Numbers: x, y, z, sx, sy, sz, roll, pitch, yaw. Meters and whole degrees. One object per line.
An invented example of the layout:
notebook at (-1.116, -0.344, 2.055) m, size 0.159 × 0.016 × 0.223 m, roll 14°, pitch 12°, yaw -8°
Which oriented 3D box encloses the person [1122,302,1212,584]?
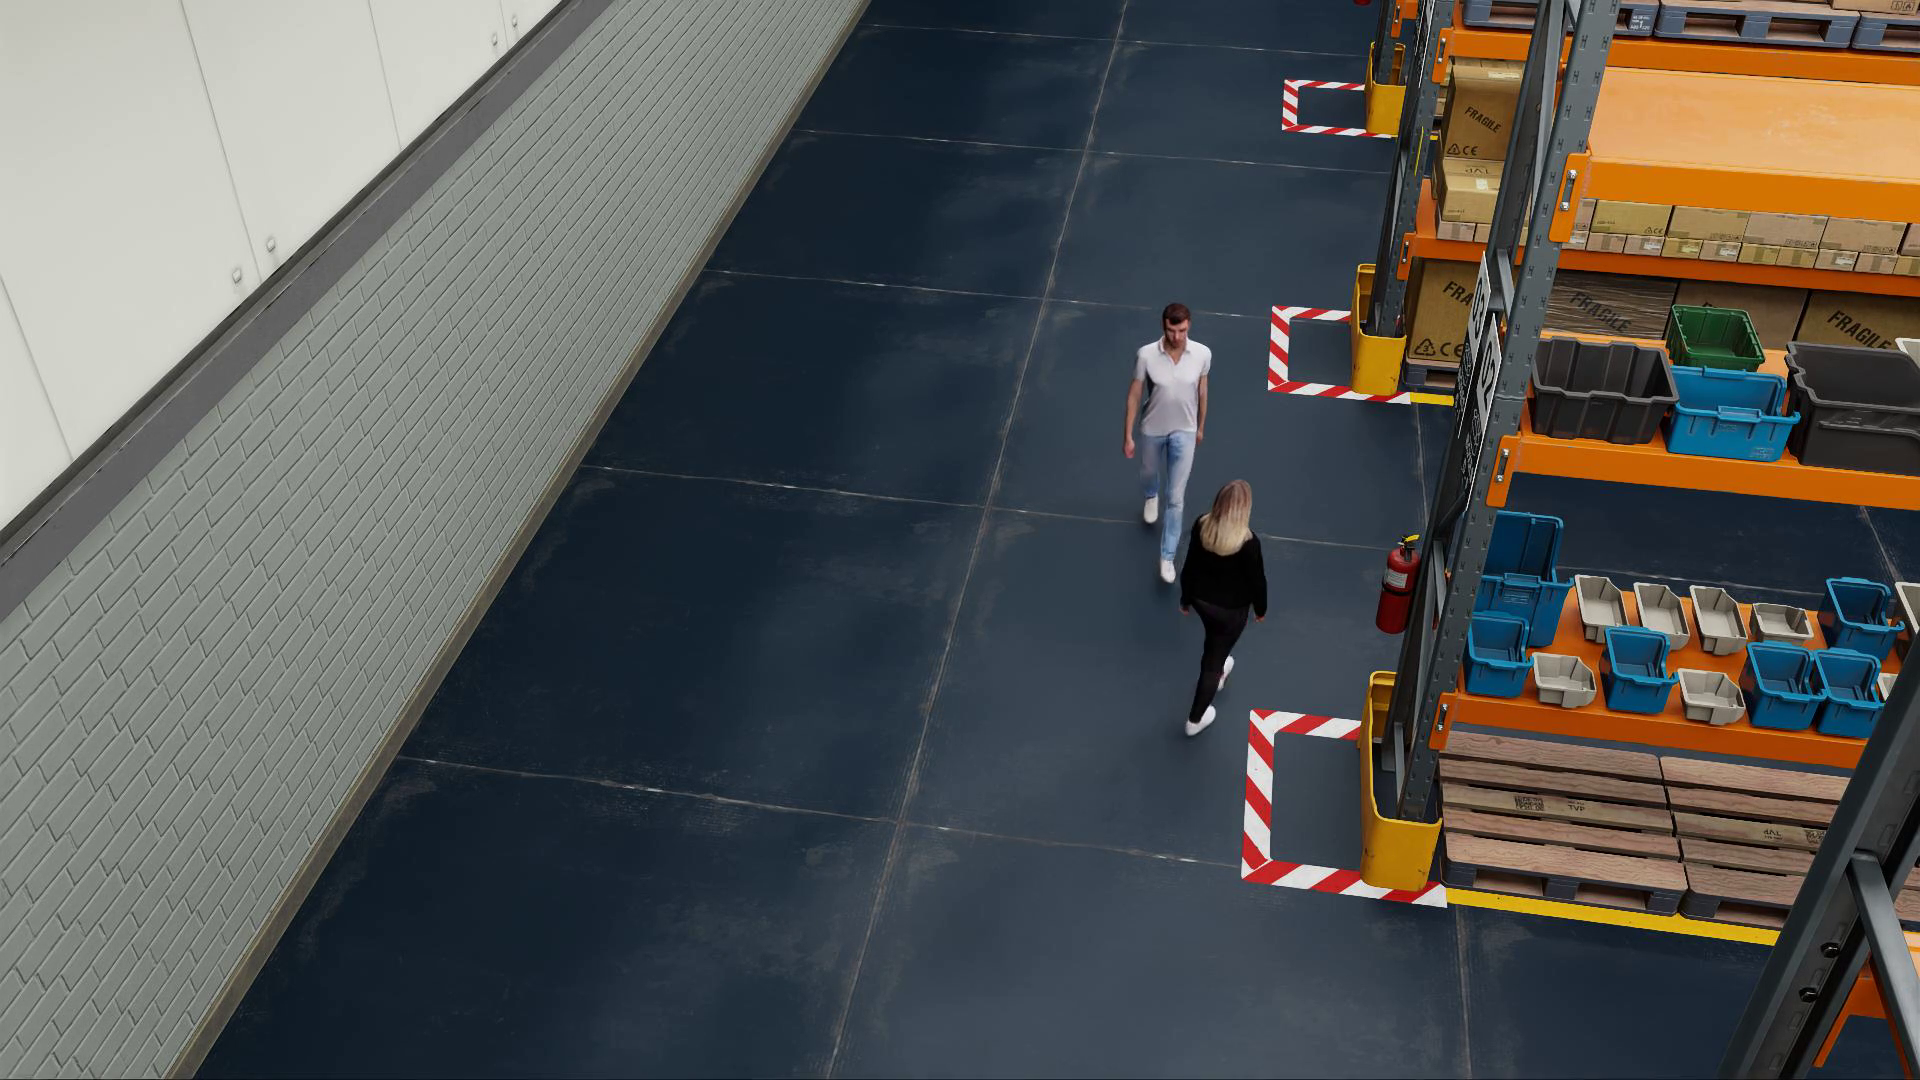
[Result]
person at (1.322, -0.740, 10.722) m, size 1.176 × 1.804 × 0.827 m, roll 2°, pitch 37°, yaw 3°

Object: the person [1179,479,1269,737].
person at (1.401, 0.426, 9.305) m, size 0.954 × 1.662 × 0.934 m, roll 25°, pitch 44°, yaw 29°
